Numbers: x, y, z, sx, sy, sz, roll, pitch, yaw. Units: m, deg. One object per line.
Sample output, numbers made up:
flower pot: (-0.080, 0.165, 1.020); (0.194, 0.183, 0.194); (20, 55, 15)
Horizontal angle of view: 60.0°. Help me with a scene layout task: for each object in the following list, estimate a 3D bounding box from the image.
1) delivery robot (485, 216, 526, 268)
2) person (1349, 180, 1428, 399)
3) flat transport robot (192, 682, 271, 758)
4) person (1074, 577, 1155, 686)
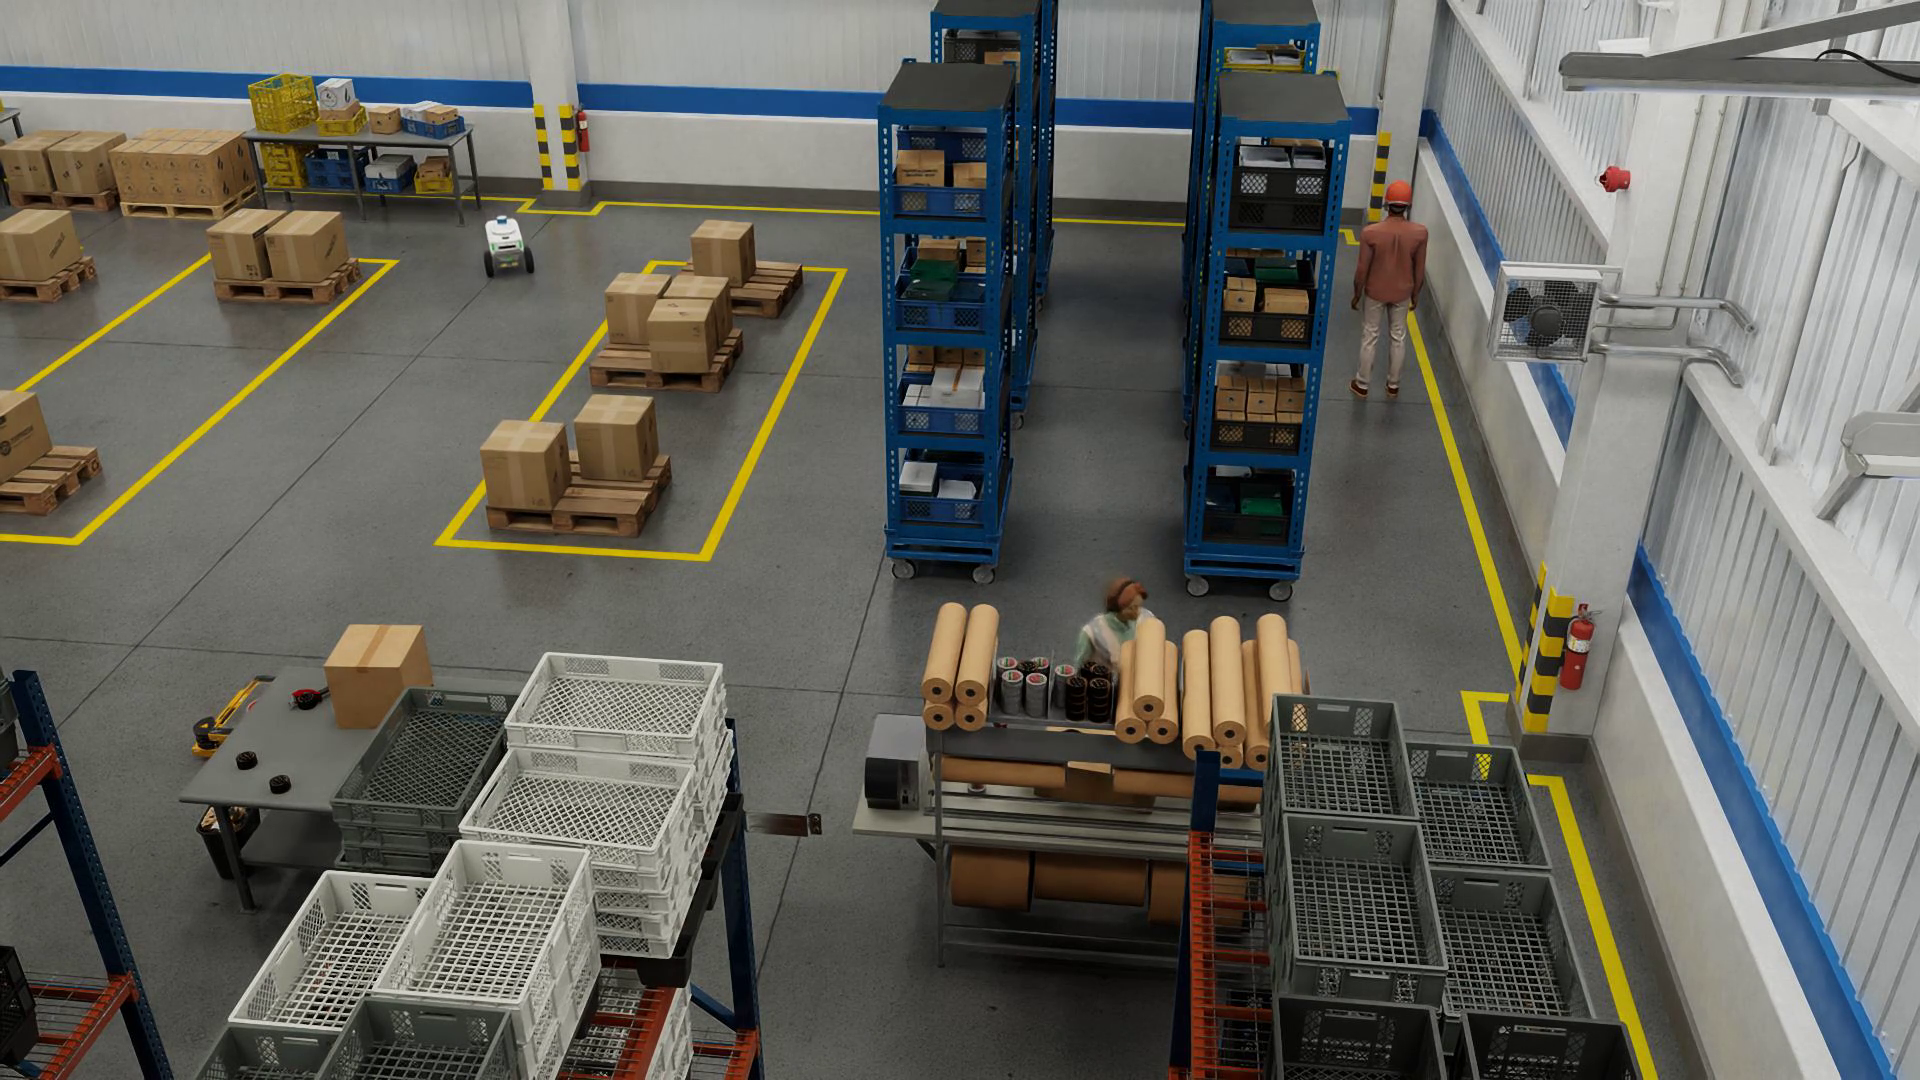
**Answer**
delivery robot: (-4.880, -3.227, 17.819); (0.477, 0.478, 0.707); (-10, 32, -16)
person: (3.781, -2.203, 14.729); (0.608, 1.996, 0.381); (1, 30, 1)
flat transport robot: (-4.089, 1.163, 10.648); (1.431, 0.197, 0.652); (3, 30, 6)
person: (0.873, 0.886, 9.808); (0.524, 1.602, 0.501); (-17, 34, -27)
